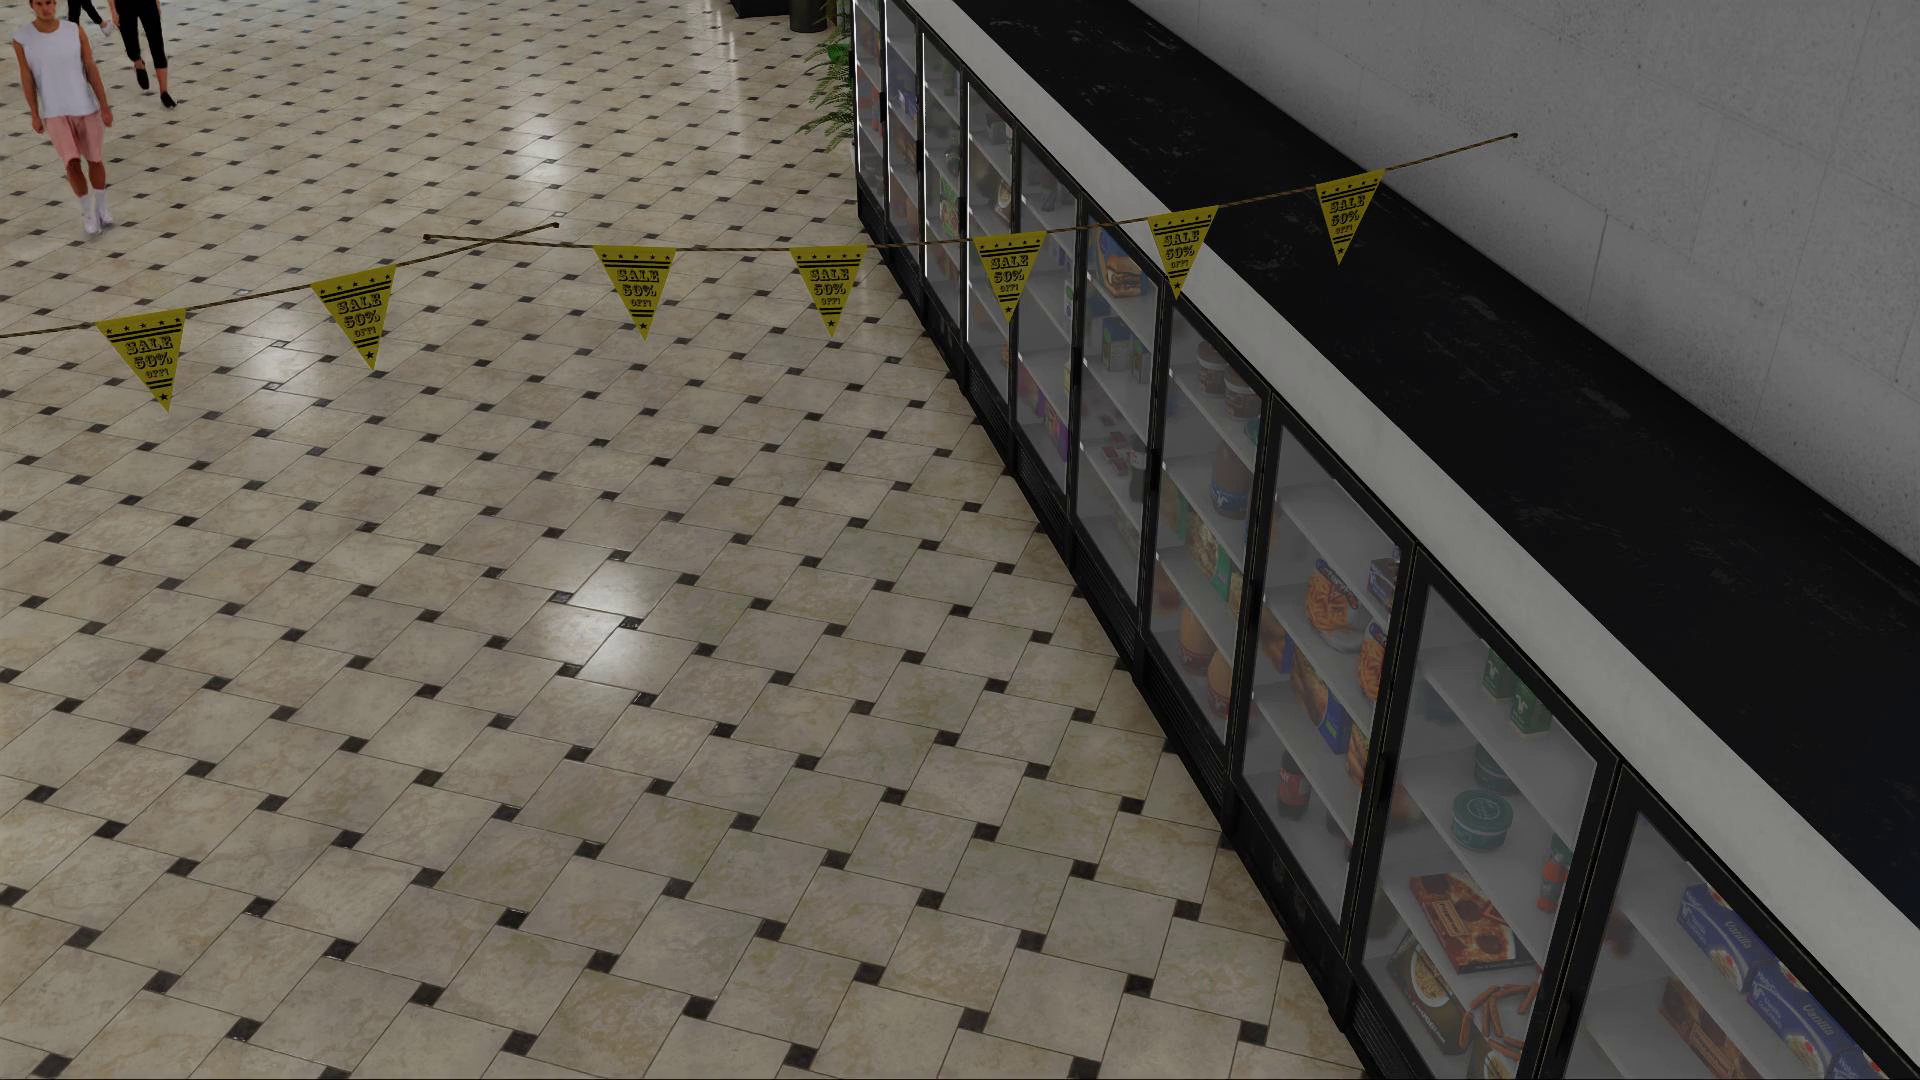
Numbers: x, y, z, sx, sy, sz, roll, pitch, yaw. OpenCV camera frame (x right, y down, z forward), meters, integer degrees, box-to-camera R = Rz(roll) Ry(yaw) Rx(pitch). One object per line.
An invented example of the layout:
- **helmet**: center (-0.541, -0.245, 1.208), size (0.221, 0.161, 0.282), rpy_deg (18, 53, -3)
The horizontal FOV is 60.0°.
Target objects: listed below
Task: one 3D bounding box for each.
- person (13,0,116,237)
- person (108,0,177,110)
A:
- **person**: center (-6.435, -3.135, 12.010), size (0.770, 1.772, 0.846), rpy_deg (-19, 37, -28)
- **person**: center (-7.206, -4.661, 14.520), size (0.906, 1.711, 0.815), rpy_deg (-20, 37, -28)
